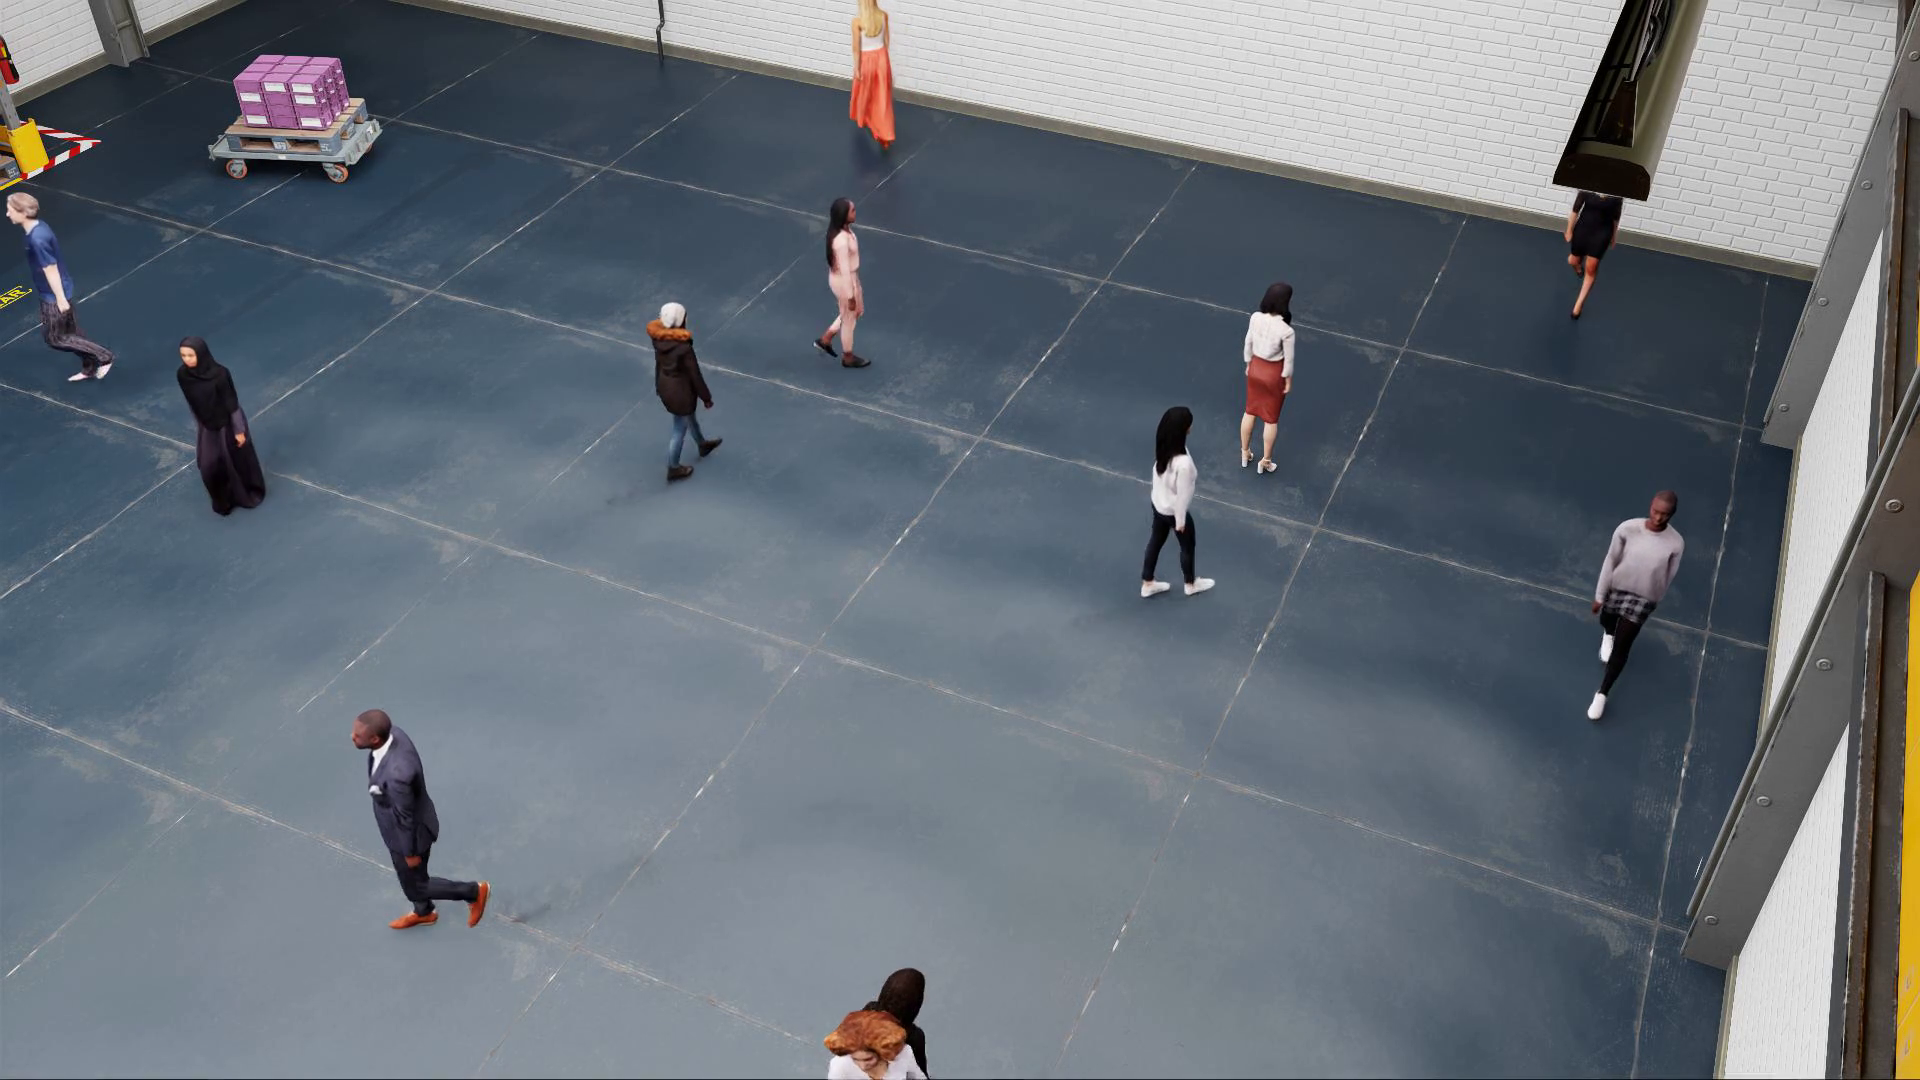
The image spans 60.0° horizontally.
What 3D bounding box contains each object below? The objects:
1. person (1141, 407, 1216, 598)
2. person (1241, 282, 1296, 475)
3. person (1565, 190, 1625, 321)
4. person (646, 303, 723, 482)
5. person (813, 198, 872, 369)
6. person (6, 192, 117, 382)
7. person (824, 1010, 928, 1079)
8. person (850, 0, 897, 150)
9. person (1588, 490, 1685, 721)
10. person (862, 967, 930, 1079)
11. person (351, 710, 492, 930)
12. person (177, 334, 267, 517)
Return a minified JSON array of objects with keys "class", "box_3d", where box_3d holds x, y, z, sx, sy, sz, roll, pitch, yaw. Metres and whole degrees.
[{"class":"person","box_3d":[1.488,-0.241,12.307,0.944,1.689,0.879,-14,41,-17]},{"class":"person","box_3d":[2.515,-1.319,13.607,0.655,1.752,0.614,30,47,32]},{"class":"person","box_3d":[5.970,-2.918,15.692,0.668,1.648,0.967,9,40,11]},{"class":"person","box_3d":[-2.346,-1.179,13.545,0.975,1.611,0.831,-31,48,-33]},{"class":"person","box_3d":[-1.102,-2.261,14.818,0.876,1.713,0.831,-3,39,-4]},{"class":"person","box_3d":[-7.852,-2.199,14.628,0.899,1.854,0.844,-21,43,-24]},{"class":"person","box_3d":[-0.458,2.851,8.448,1.057,1.674,1.103,-19,42,-22]},{"class":"person","box_3d":[-0.926,-5.215,18.486,1.178,1.752,1.258,-13,40,-15]},{"class":"person","box_3d":[4.657,0.326,11.558,0.648,1.738,1.170,18,42,22]},{"class":"person","box_3d":[-0.399,2.852,8.506,0.715,1.599,1.087,22,43,25]},{"class":"person","box_3d":[-3.185,1.677,9.812,1.034,1.805,0.966,-15,41,-18]},{"class":"person","box_3d":[-5.873,-0.984,13.306,0.776,1.604,0.874,0,39,0]}]
